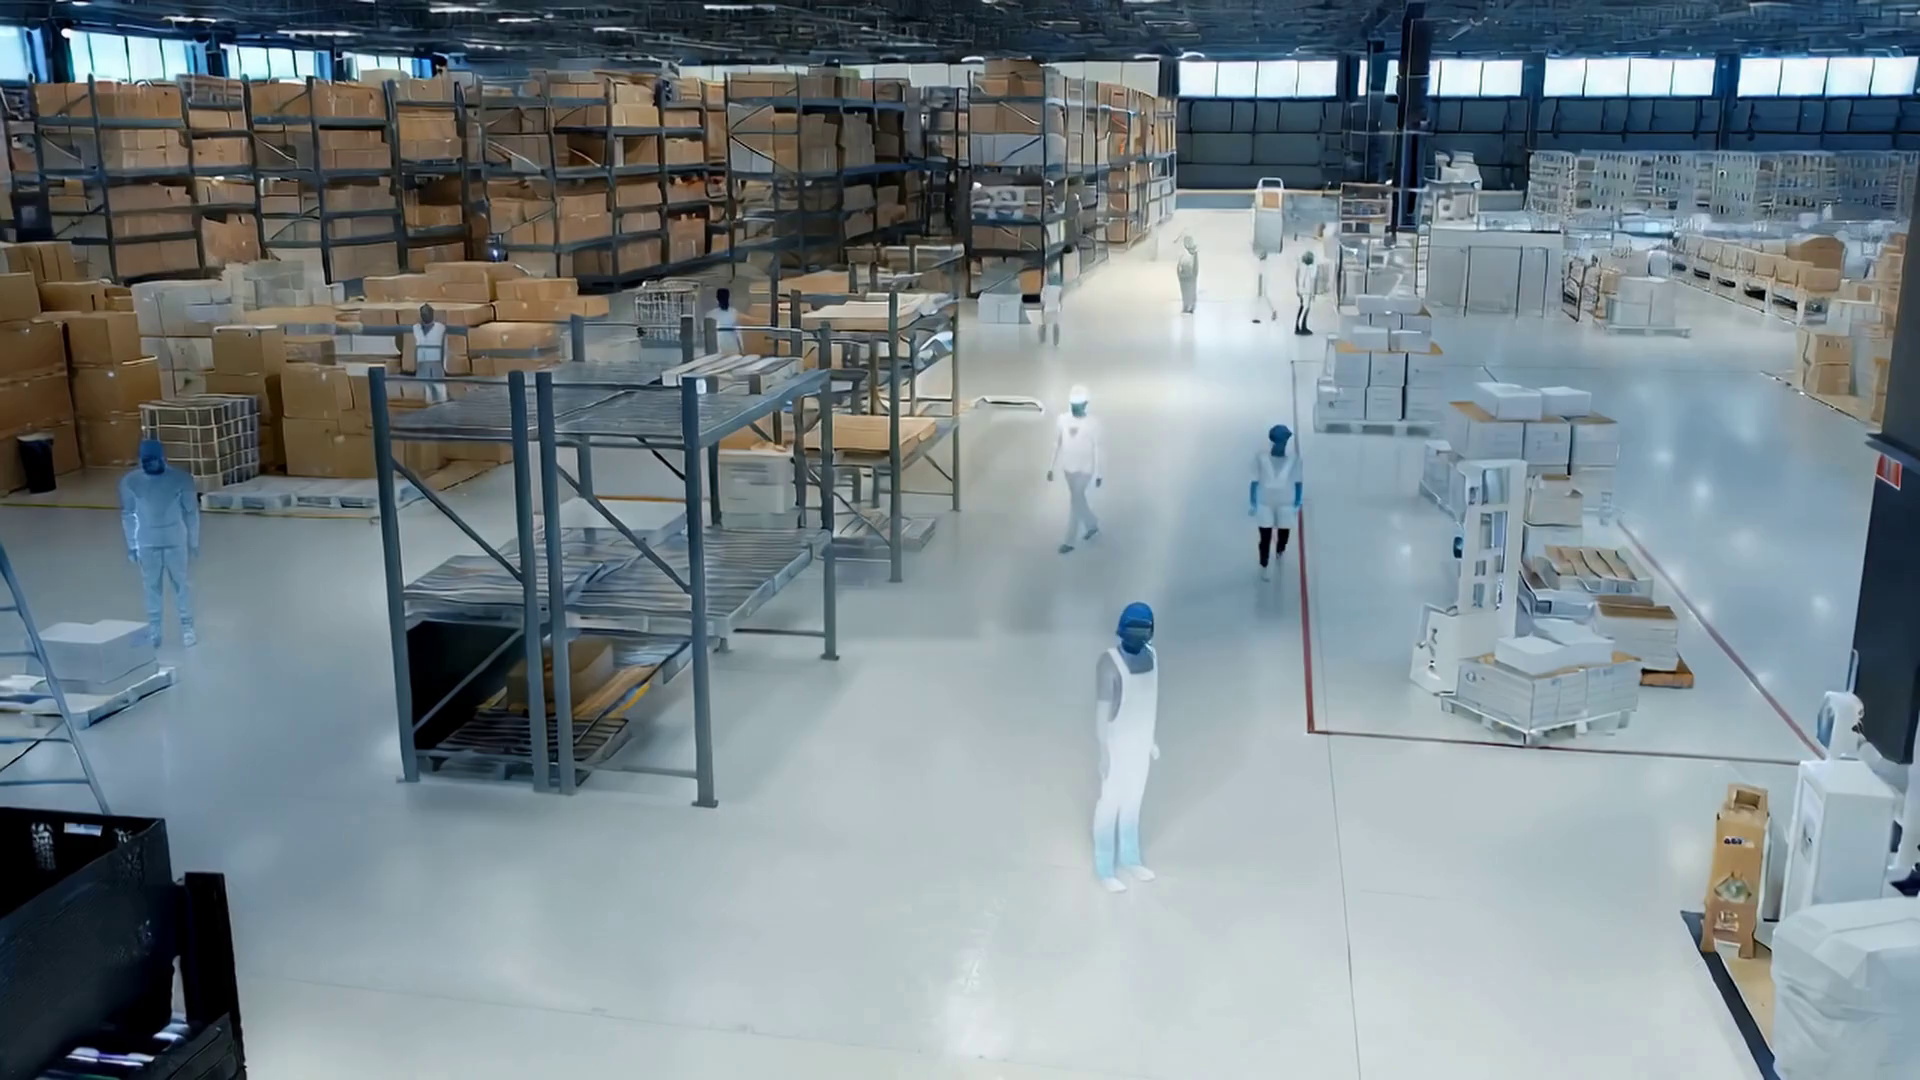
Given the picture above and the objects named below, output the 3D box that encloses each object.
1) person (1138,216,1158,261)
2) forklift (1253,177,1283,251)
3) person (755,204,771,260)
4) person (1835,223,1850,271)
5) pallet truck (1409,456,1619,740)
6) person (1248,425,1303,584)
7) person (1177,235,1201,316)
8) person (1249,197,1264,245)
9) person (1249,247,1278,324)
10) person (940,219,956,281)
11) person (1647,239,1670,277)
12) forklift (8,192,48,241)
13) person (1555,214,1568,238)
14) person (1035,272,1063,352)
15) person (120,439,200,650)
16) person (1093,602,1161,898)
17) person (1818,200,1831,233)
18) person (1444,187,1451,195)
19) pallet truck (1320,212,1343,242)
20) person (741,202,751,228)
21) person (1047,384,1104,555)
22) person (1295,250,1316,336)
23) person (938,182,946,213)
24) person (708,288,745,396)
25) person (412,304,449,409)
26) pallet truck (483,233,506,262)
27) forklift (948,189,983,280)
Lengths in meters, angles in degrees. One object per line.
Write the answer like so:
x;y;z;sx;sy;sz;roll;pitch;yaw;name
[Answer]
6.808;-10.821;59.797;0.825;1.579;0.537;-7;16;-27;person
12.083;-12.747;64.956;1.129;2.768;1.873;3;14;10;forklift
-7.159;-11.191;60.424;0.554;2.014;0.710;12;18;41;person
27.869;-9.137;52.587;0.305;1.772;0.525;-7;16;-27;person
4.504;0.400;13.395;0.823;1.965;1.885;-6;15;-23;pallet truck
3.272;-0.405;17.318;0.552;1.679;0.521;1;14;3;person
5.737;-6.692;42.103;0.537;2.000;0.680;12;18;40;person
12.233;-13.157;68.603;0.647;1.918;0.573;7;15;26;person
7.376;-6.162;40.325;0.609;1.858;0.530;9;16;32;person
-0.313;-9.051;51.958;0.639;1.908;0.409;-8;16;-29;person
18.559;-7.115;44.323;0.600;1.797;0.857;2;14;7;person
-27.552;-8.896;49.322;1.129;2.768;1.873;3;14;10;forklift
21.931;-11.081;60.722;0.541;1.654;0.882;-3;14;-11;person
1.907;-4.879;35.494;0.555;1.663;0.771;-6;15;-24;person
-7.200;0.030;15.033;0.627;1.933;0.371;-4;15;-18;person
1.038;1.263;10.214;0.506;1.843;0.350;-12;18;-40;person
35.728;-13.142;68.748;0.403;1.821;0.595;-4;14;-17;person
23.538;-16.153;80.612;0.386;1.990;0.624;-9;17;-33;person
15.874;-13.227;70.310;0.680;1.201;1.601;10;17;35;pallet truck
-9.614;-14.512;74.118;0.553;1.919;0.808;0;14;2;person
1.360;-0.828;18.637;0.584;1.896;0.956;11;17;37;person
7.934;-5.662;38.133;0.374;1.935;0.552;-6;15;-23;person
-0.986;-19.520;94.784;0.565;1.748;0.339;-5;15;-21;person
-4.182;-3.495;29.372;0.906;1.933;0.598;12;18;40;person
-8.499;-2.848;26.761;0.590;1.913;0.399;2;14;7;person
-11.832;-7.026;43.548;1.885;1.965;0.823;8;16;28;pallet truck
0.279;-9.667;52.453;1.129;2.768;1.873;3;14;10;forklift
